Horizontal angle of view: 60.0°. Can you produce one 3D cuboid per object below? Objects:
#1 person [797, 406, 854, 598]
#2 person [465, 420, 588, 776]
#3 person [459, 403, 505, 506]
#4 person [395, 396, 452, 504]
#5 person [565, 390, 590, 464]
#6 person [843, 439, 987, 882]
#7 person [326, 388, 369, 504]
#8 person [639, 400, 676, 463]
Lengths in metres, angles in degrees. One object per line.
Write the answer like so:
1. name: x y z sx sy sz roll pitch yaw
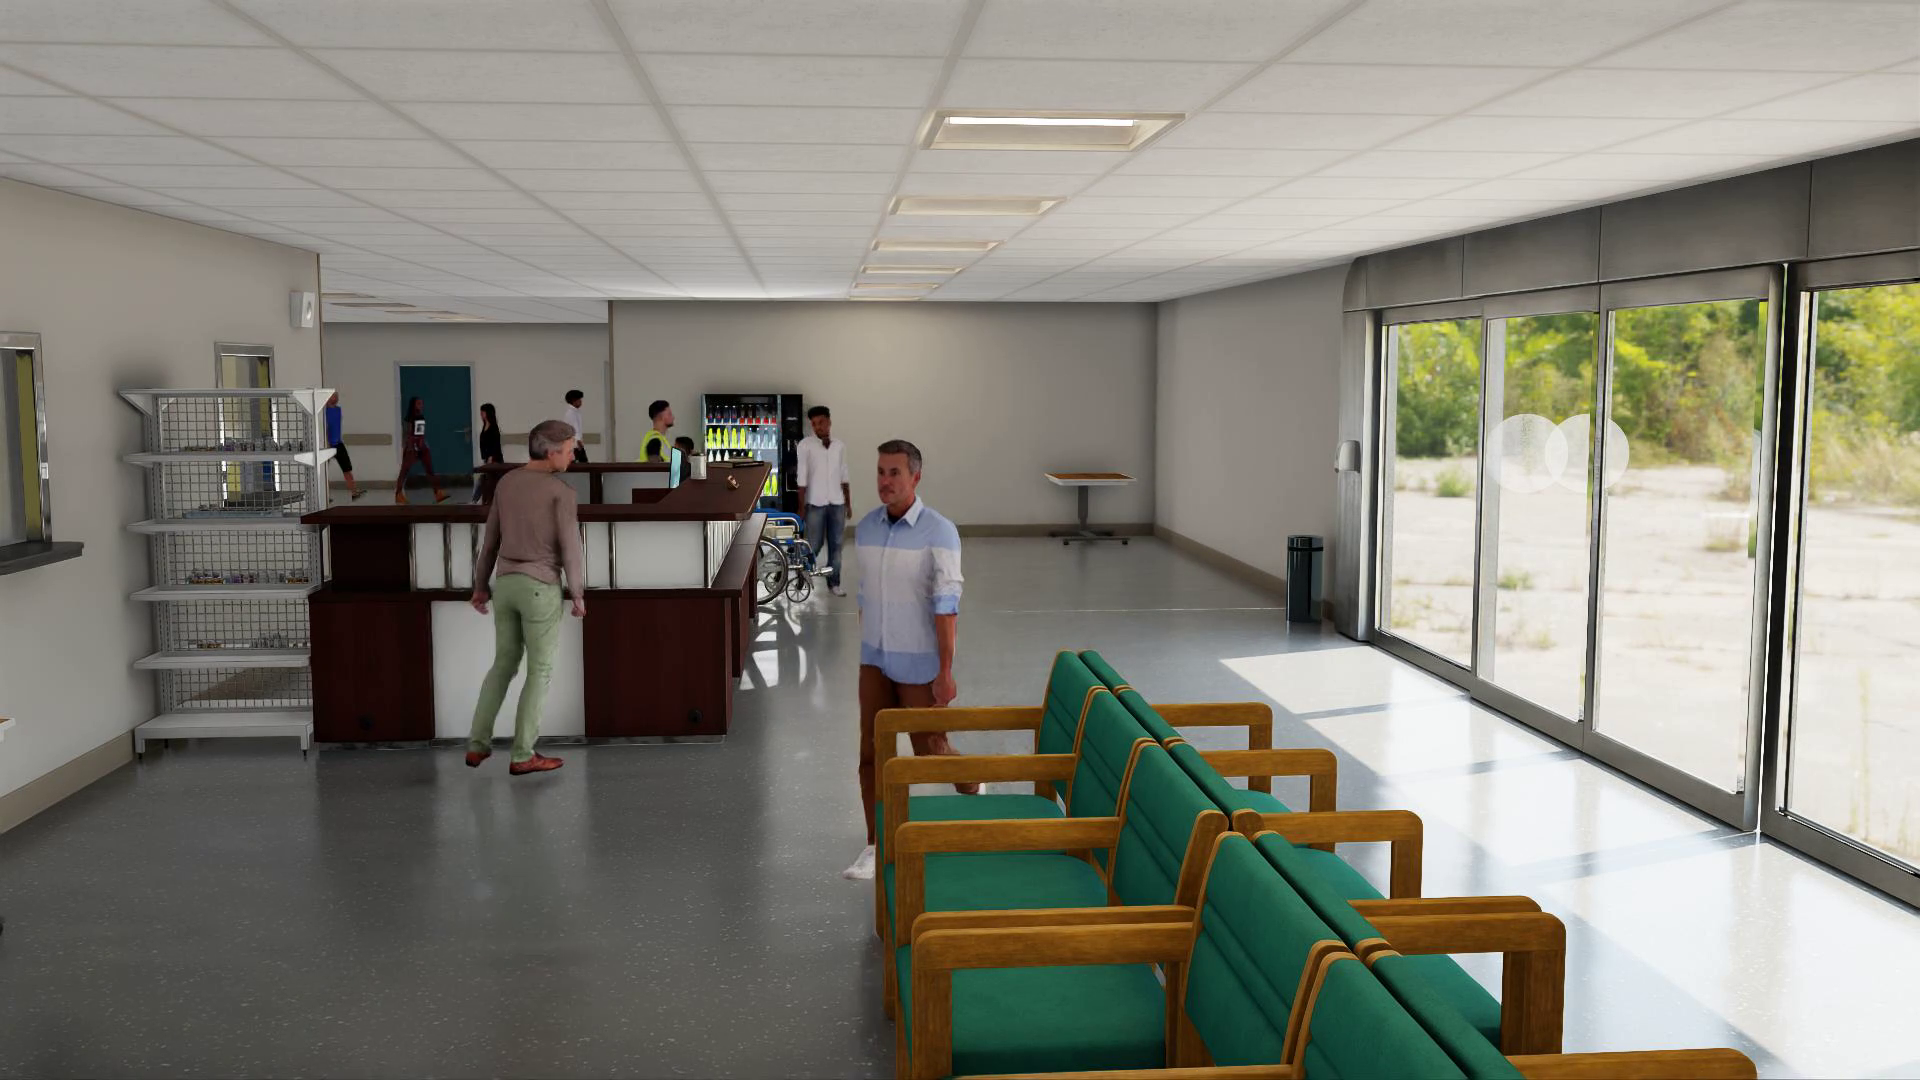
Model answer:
1. person: -1.301 -0.361 15.544 0.906 1.790 0.904 -3 7 -31
2. person: -2.290 0.317 8.620 0.813 1.827 0.974 1 6 9
3. person: -6.868 -1.192 24.684 1.086 1.613 0.970 -5 8 -42
4. person: -8.646 -1.372 26.159 1.240 1.676 0.921 2 6 17
5. person: -6.694 -1.664 28.470 0.672 1.794 0.625 0 6 -2
6. person: -0.180 0.494 6.988 1.129 1.801 1.129 4 7 32
7. person: -10.056 -1.471 26.383 1.221 1.828 0.989 2 6 23
8. person: -2.928 -0.398 15.792 1.202 1.814 0.886 -2 6 -18
